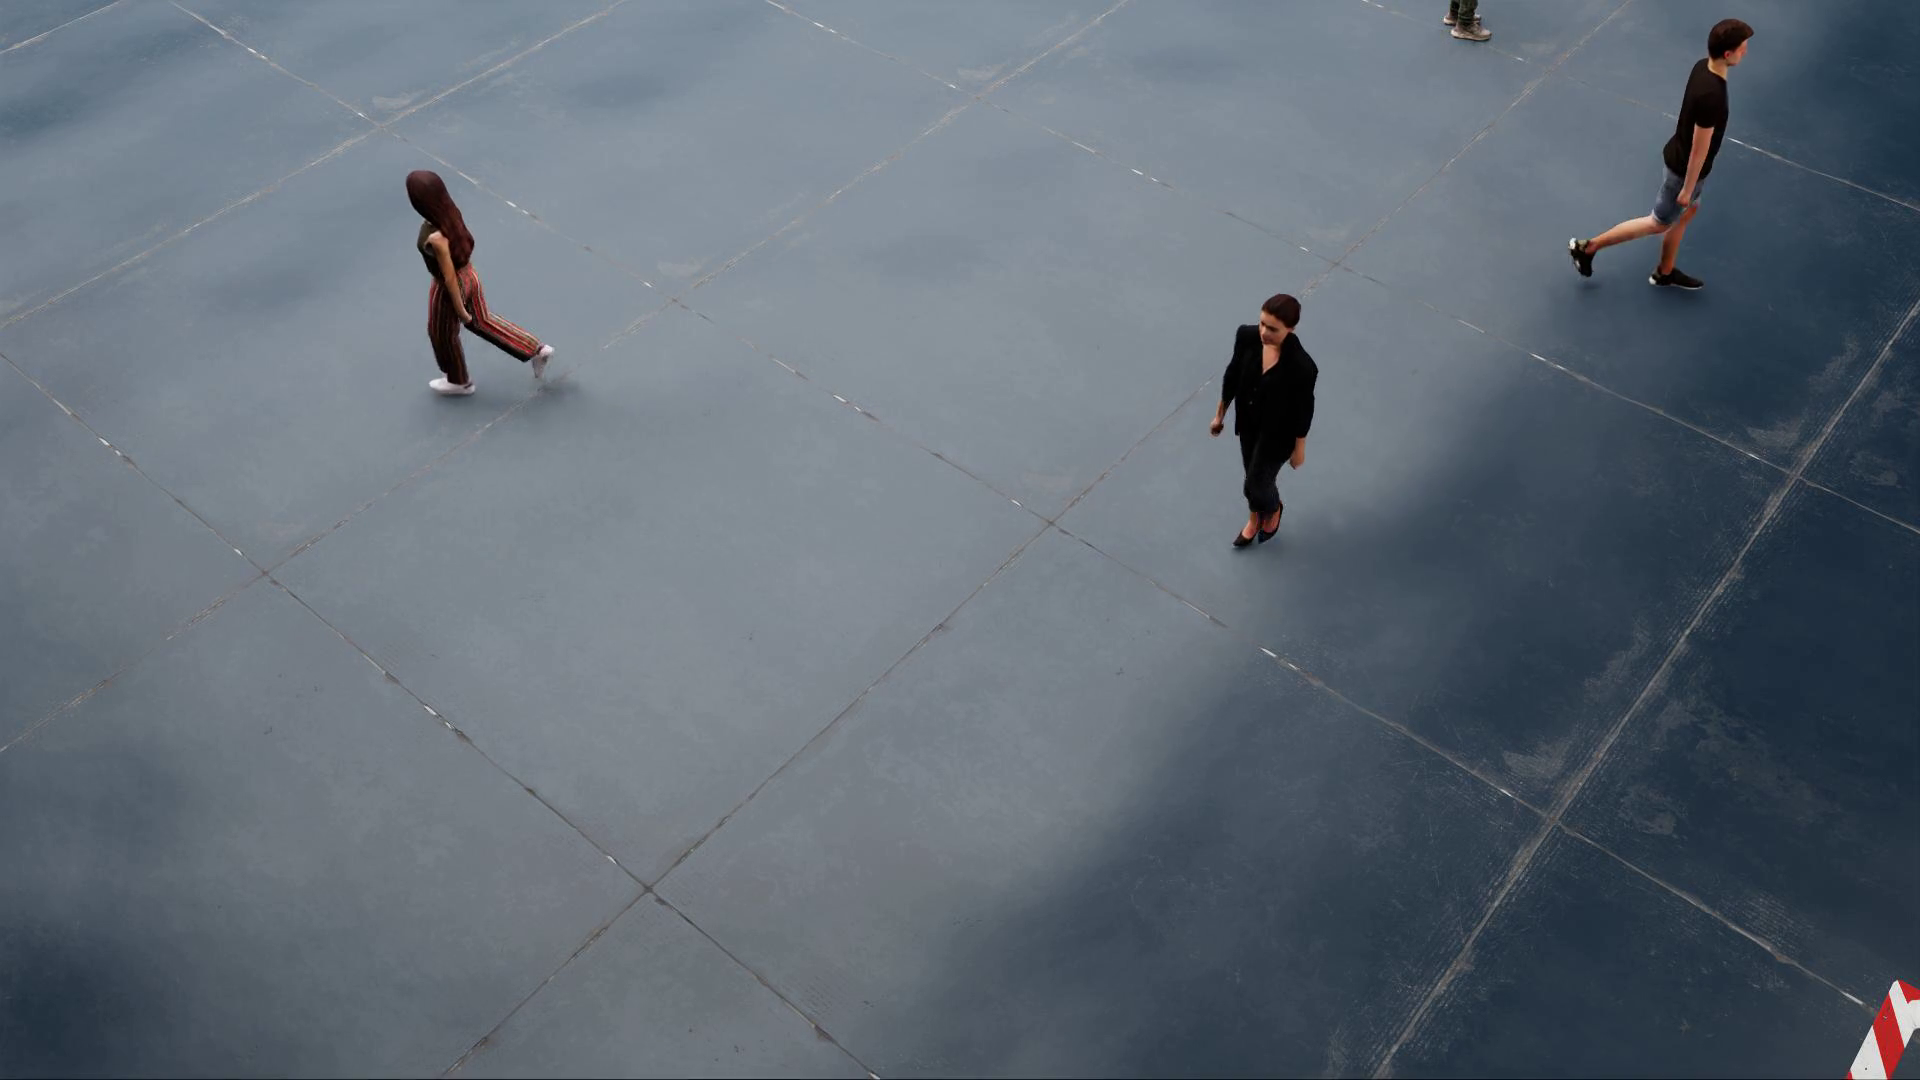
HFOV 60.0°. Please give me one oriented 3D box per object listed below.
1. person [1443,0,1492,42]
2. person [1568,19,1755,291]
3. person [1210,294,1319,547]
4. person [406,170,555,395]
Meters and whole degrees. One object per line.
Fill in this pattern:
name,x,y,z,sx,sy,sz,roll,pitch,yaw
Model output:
person,3.830,-4.473,12.073,0.714,1.655,0.670,1,47,1
person,4.226,-2.250,9.903,1.217,1.824,0.989,10,48,9
person,1.622,-0.618,8.476,0.765,1.704,0.627,-30,54,-25
person,-2.746,-1.429,9.335,1.034,1.543,0.935,-1,47,-1
